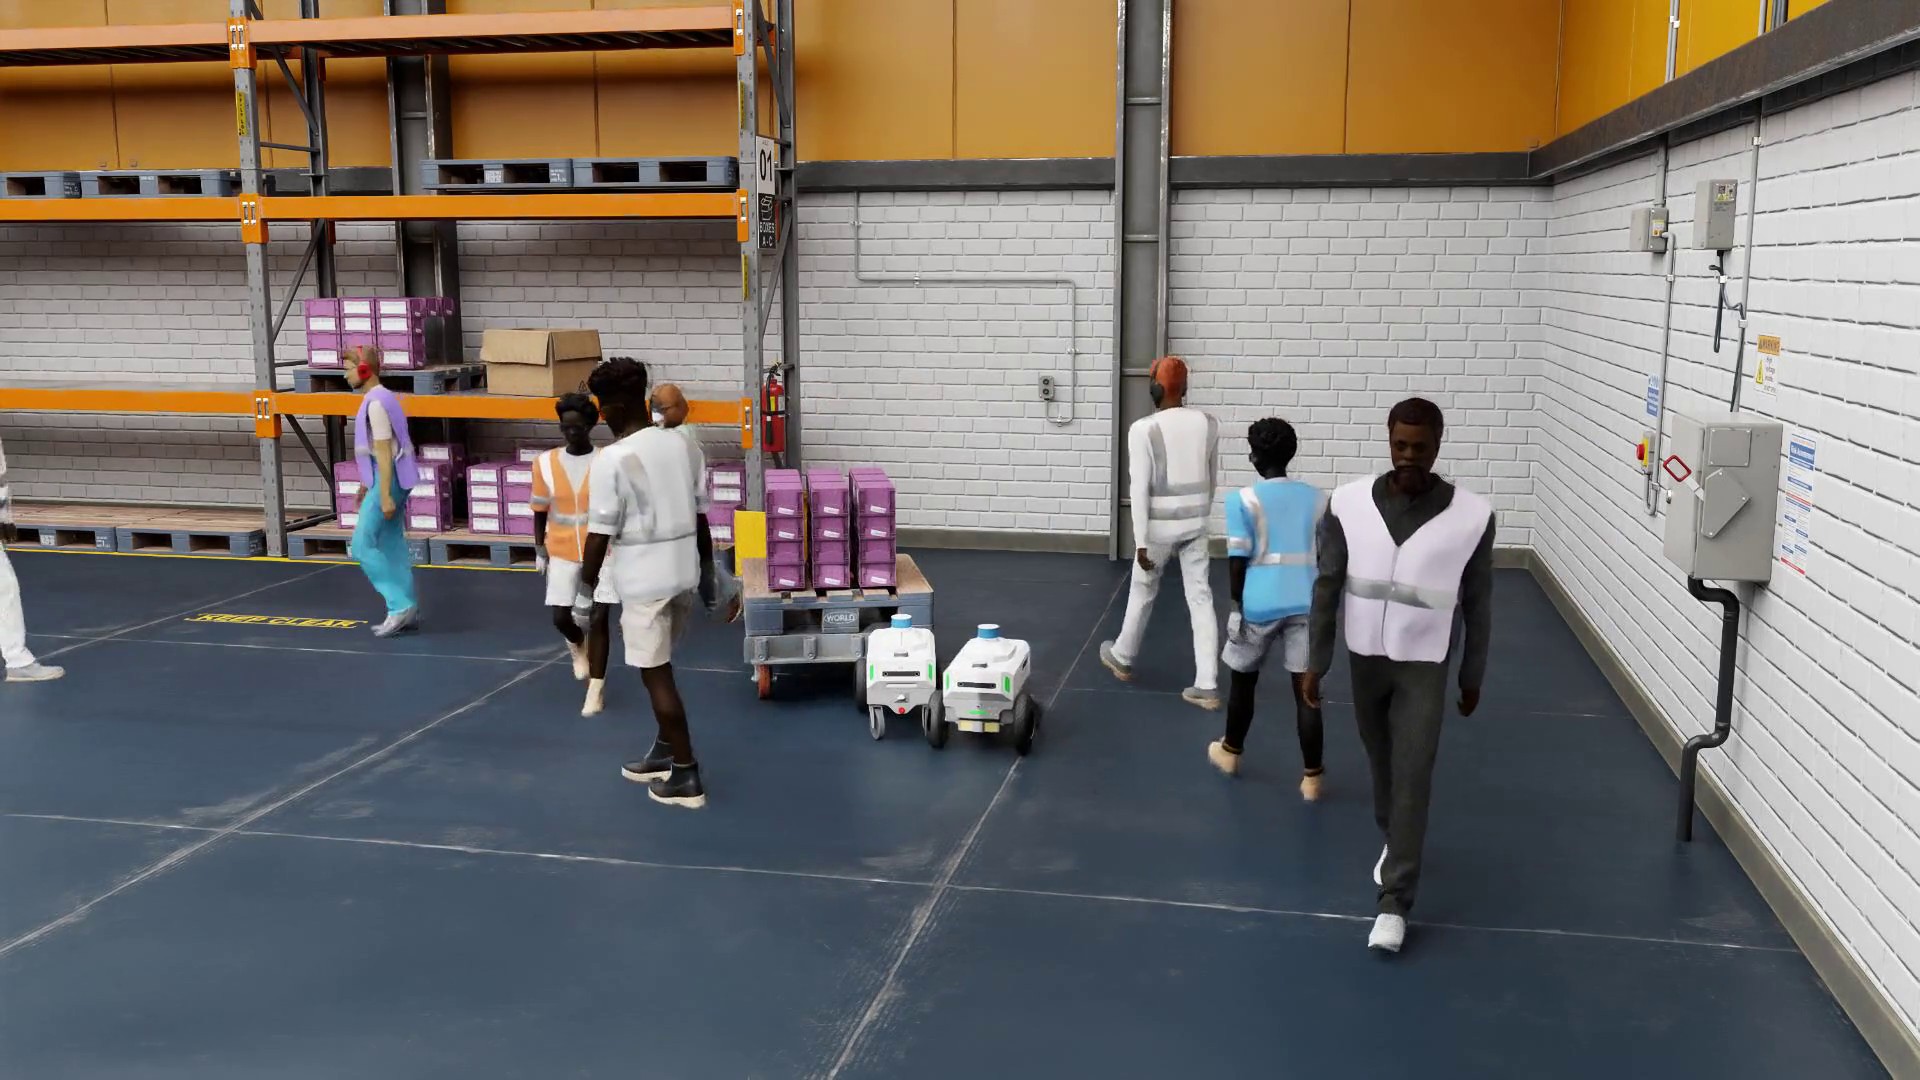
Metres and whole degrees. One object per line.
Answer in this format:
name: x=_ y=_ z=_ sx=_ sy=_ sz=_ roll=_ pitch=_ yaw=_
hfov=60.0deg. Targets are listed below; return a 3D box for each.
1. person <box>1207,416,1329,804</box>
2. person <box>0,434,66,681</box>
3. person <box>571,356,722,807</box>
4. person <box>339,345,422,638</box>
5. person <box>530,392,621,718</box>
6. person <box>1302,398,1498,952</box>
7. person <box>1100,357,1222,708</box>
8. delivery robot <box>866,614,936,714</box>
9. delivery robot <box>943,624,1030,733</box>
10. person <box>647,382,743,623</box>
person: x=1.389 y=0.292 z=7.337 sx=0.549 sy=1.650 sz=0.717 roll=-3 pitch=10 yaw=-16
person: x=-5.513 y=-0.106 z=9.149 sx=0.877 sy=1.858 sz=0.589 roll=-2 pitch=10 yaw=-12
person: x=-1.345 y=0.183 z=7.122 sx=0.619 sy=1.929 sz=0.659 roll=5 pitch=11 yaw=29
person: x=-3.609 y=-0.306 z=10.410 sx=0.449 sy=1.818 sz=0.597 roll=-2 pitch=10 yaw=-13
person: x=-1.952 y=0.053 z=8.701 sx=0.536 sy=1.677 sz=0.575 roll=0 pitch=9 yaw=-1
person: x=1.557 y=0.424 z=5.901 sx=0.595 sy=1.868 sz=1.023 roll=5 pitch=11 yaw=29
person: x=1.117 y=-0.066 z=8.935 sx=0.583 sy=1.826 sz=1.008 roll=-4 pitch=10 yaw=-21
delivery robot: x=-0.294 y=0.618 z=8.367 sx=0.477 sy=0.478 sz=0.707 roll=0 pitch=9 yaw=-2
delivery robot: x=0.137 y=0.655 z=8.148 sx=0.477 sy=0.478 sz=0.707 roll=2 pitch=10 yaw=10
person: x=-1.709 y=-0.203 z=10.459 sx=0.784 sy=1.601 sz=0.502 roll=-4 pitch=10 yaw=-25
